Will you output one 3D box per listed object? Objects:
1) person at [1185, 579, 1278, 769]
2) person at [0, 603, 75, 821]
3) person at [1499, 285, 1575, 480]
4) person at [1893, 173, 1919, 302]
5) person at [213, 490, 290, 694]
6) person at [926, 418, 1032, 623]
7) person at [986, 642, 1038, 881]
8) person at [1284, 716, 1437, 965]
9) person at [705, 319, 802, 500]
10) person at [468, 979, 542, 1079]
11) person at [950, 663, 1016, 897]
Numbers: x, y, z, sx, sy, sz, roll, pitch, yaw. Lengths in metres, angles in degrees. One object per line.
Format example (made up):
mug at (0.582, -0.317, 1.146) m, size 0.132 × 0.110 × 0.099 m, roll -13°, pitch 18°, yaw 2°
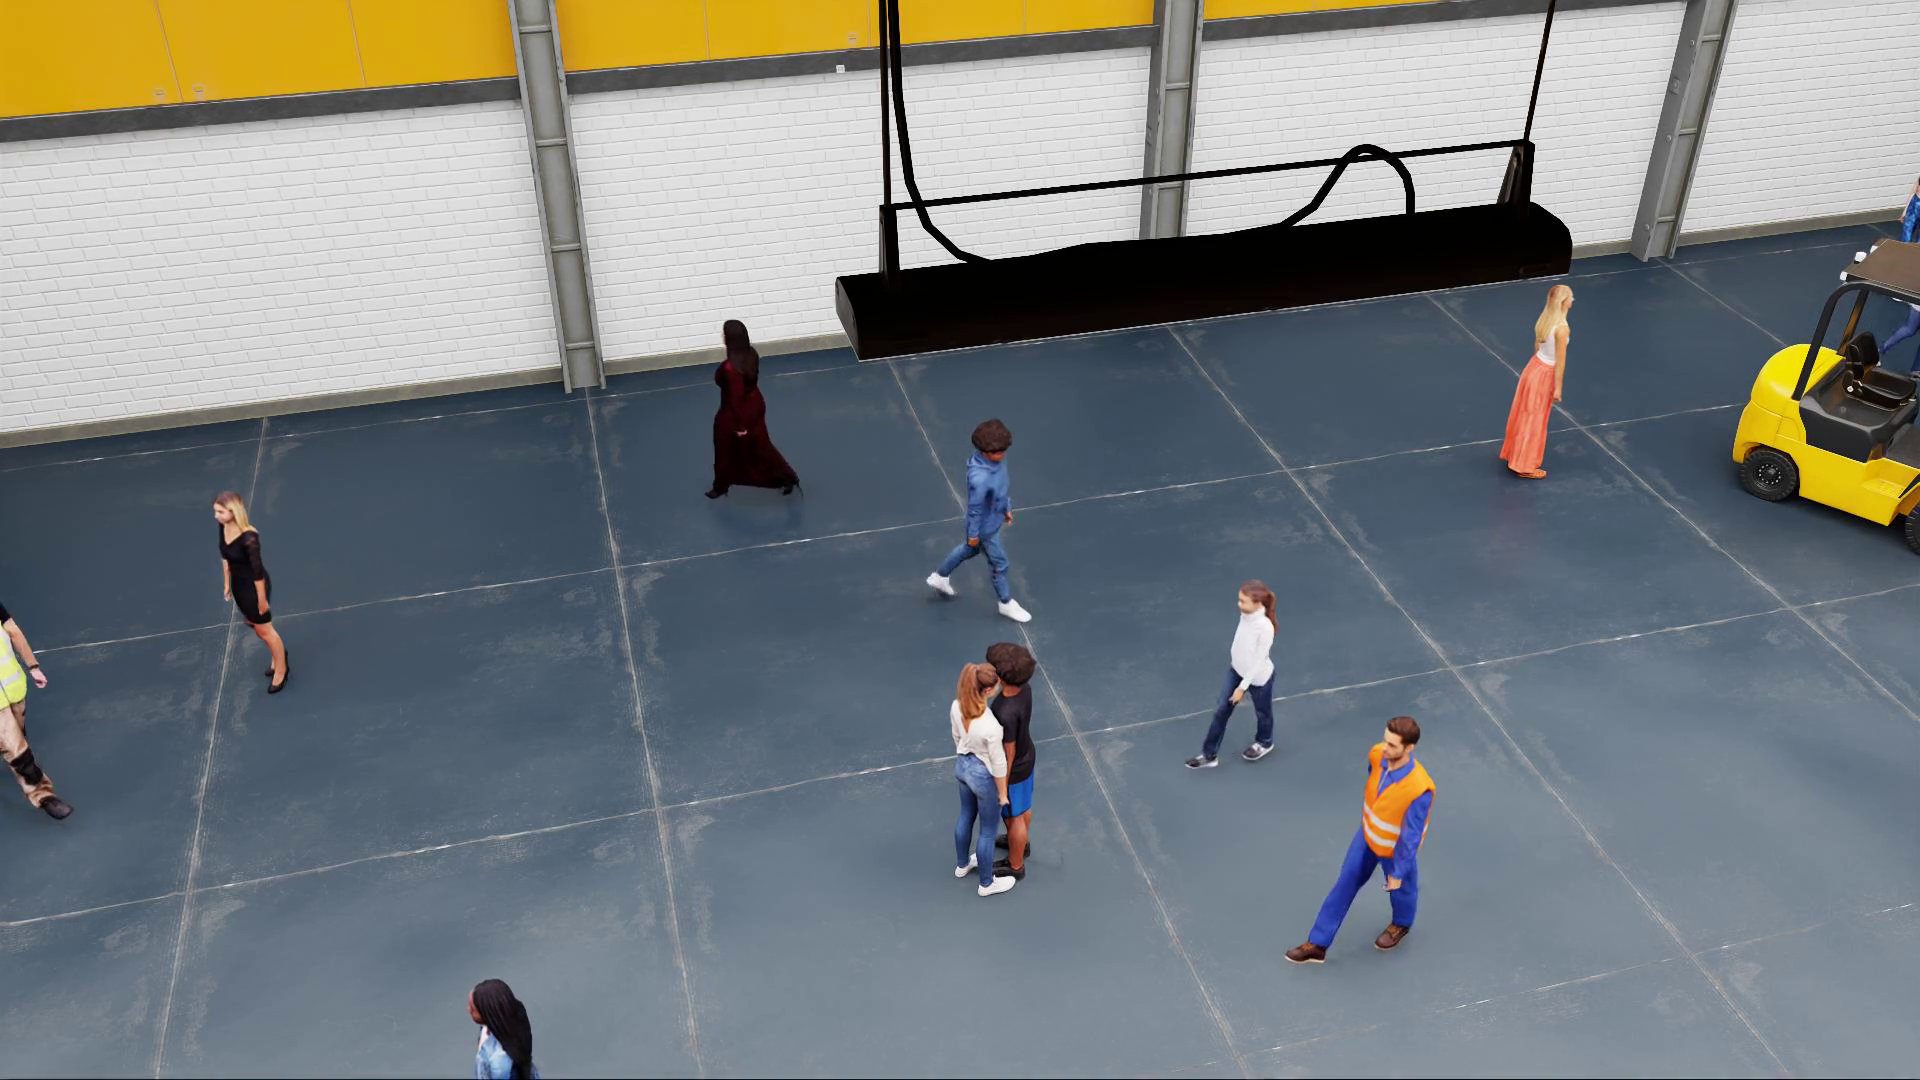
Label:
person at (2.066, 0.904, 11.347) m, size 1.004 × 1.522 × 0.673 m, roll -18°, pitch 38°, yaw -25°
person at (-6.408, 0.975, 10.999) m, size 1.259 × 1.790 × 1.204 m, roll 19°, pitch 38°, yaw 26°
person at (5.079, -1.399, 14.560) m, size 0.651 × 1.802 × 0.675 m, roll -2°, pitch 34°, yaw -3°
person at (10.177, -3.411, 17.601) m, size 0.624 × 1.785 × 0.607 m, roll -14°, pitch 36°, yaw -21°
person at (-5.124, 0.334, 12.069) m, size 0.654 × 1.671 × 0.691 m, roll 24°, pitch 40°, yaw 31°
person at (0.117, -0.192, 12.761) m, size 1.226 × 1.782 × 1.041 m, roll 6°, pitch 34°, yaw 9°
person at (0.329, 1.379, 10.387) m, size 0.700 × 1.793 × 0.696 m, roll 8°, pitch 34°, yaw 11°
person at (2.589, 1.763, 9.786) m, size 1.235 × 1.819 × 0.939 m, roll -21°, pitch 39°, yaw -28°
person at (-1.752, -1.054, 14.116) m, size 1.192 × 1.718 × 0.984 m, roll 7°, pitch 34°, yaw 10°
person at (-2.114, 2.822, 8.328) m, size 1.155 × 1.671 × 0.685 m, roll -6°, pitch 34°, yaw -9°
person at (0.117, 1.470, 10.306) m, size 0.652 × 1.733 × 0.677 m, roll -22°, pitch 40°, yaw -30°
